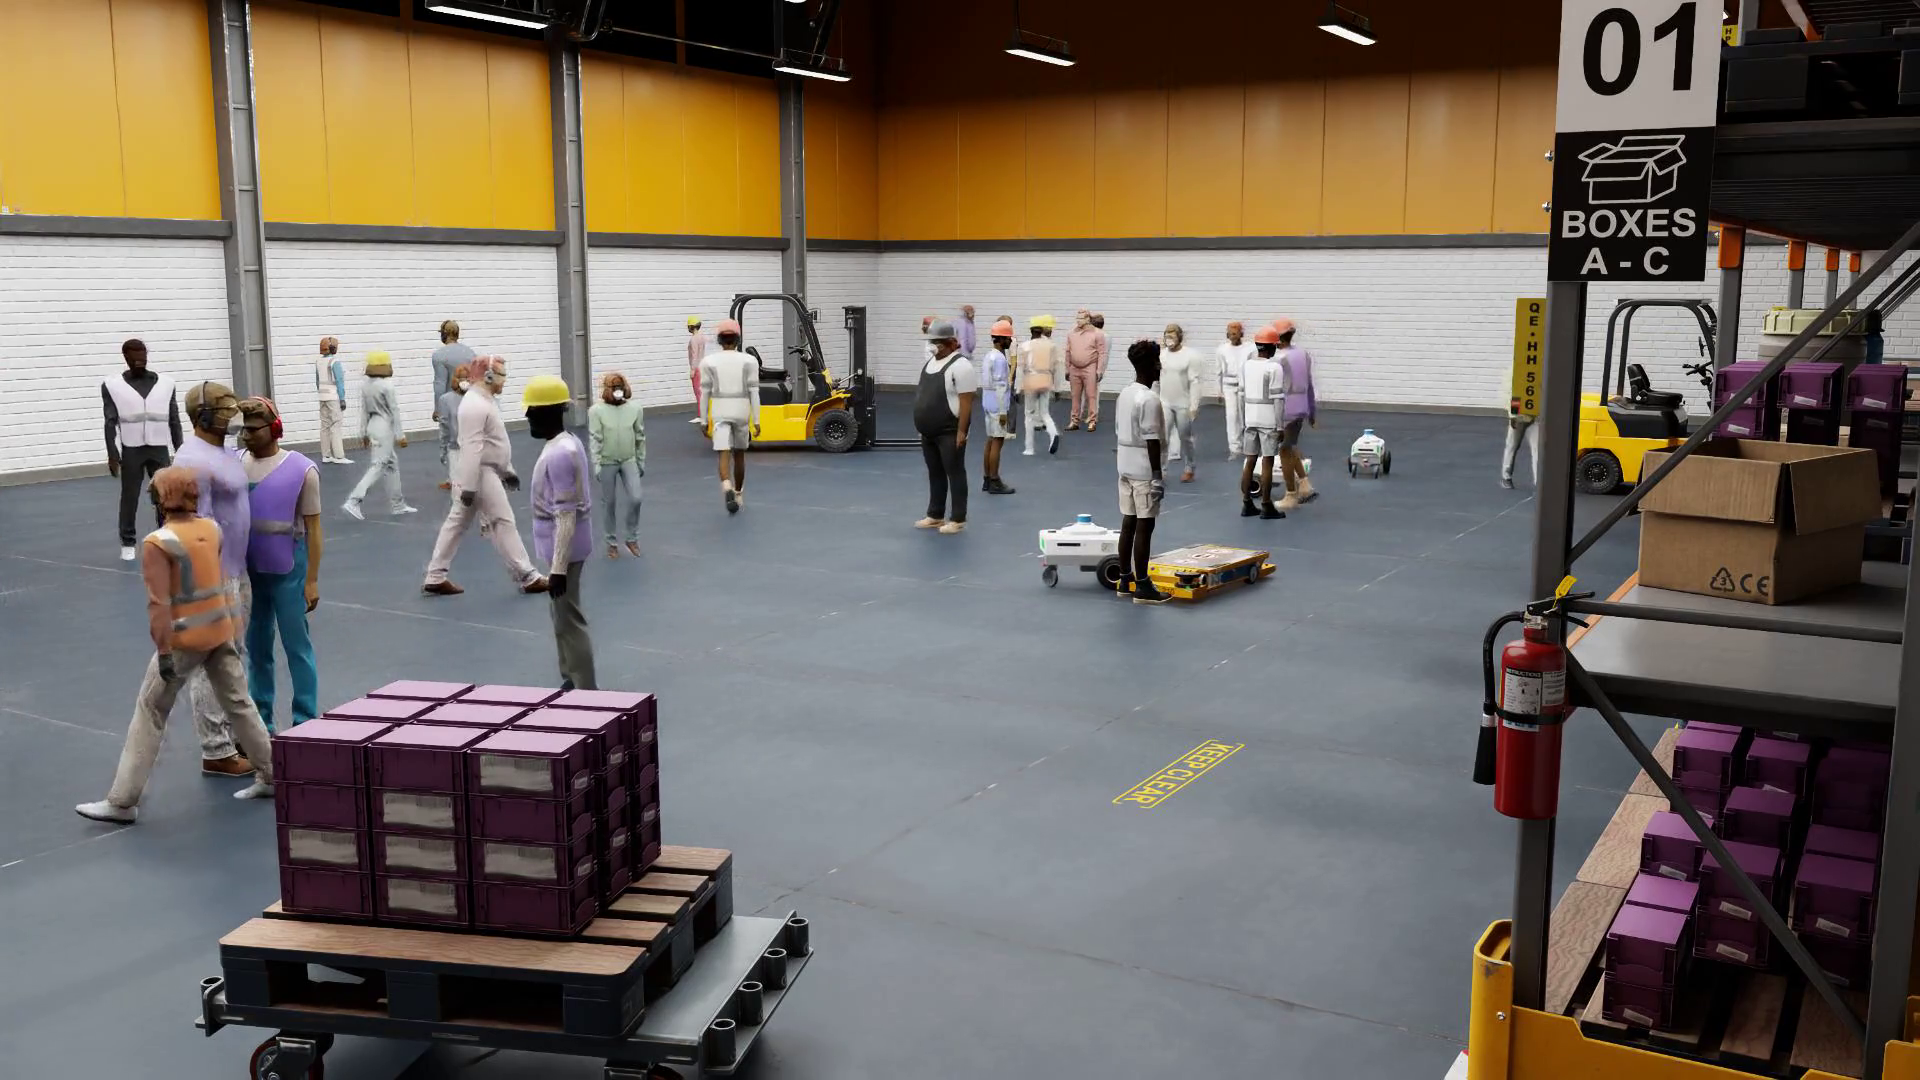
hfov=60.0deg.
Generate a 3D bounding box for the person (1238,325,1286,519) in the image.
[{"bbox_3d":[3.050,-1.178,16.692,0.356,1.937,0.552,-7,12,-38],"label":"person"}]

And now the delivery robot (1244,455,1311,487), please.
[{"bbox_3d":[3.491,-0.787,18.265,0.707,0.478,0.477,2,10,15],"label":"delivery robot"}]

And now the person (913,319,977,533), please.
[{"bbox_3d":[-0.187,-1.085,15.795,0.536,2.000,0.688,-7,11,-36],"label":"person"}]

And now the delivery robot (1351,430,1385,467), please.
[{"bbox_3d":[4.965,-1.100,20.218,0.477,0.478,0.707,3,10,18],"label":"delivery robot"}]

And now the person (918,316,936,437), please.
[{"bbox_3d":[-0.242,-2.471,25.117,0.820,1.844,0.594,-3,10,-20],"label":"person"}]

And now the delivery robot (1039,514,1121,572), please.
[{"bbox_3d":[0.979,0.040,13.102,0.707,0.478,0.477,1,9,4],"label":"delivery robot"}]

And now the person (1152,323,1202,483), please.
[{"bbox_3d":[2.515,-1.560,19.238,0.650,1.892,1.003,5,10,28],"label":"person"}]

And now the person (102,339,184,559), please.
[{"bbox_3d":[-7.011,-0.771,14.337,0.670,1.912,0.493,-8,12,-40],"label":"person"}]

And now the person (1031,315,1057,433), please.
[{"bbox_3d":[1.315,-2.574,25.768,0.403,1.822,0.588,5,10,26],"label":"person"}]

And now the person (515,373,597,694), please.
[{"bbox_3d":[-2.193,0.051,9.070,0.386,1.927,0.593,-2,9,-12],"label":"person"}]

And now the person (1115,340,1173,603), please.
[{"bbox_3d":[1.368,-0.512,12.445,0.367,1.966,0.607,-3,10,-18],"label":"person"}]

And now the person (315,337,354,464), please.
[{"bbox_3d":[-8.101,-1.791,21.445,0.513,1.642,0.311,6,11,35],"label":"person"}]

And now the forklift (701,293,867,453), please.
[{"bbox_3d":[-2.458,-2.344,23.176,2.313,2.155,1.214,0,9,-2],"label":"forklift"}]

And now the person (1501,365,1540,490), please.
[{"bbox_3d":[6.370,-1.403,18.632,0.598,1.781,0.970,-1,9,-4],"label":"person"}]

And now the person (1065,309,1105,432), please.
[{"bbox_3d":[1.918,-2.639,25.915,0.651,1.904,0.403,5,10,28],"label":"person"}]

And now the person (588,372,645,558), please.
[{"bbox_3d":[-2.938,-0.636,14.318,0.506,1.619,0.494,-4,10,-25],"label":"person"}]

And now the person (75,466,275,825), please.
[{"bbox_3d":[-3.513,0.466,7.514,0.722,1.599,0.593,1,9,7],"label":"person"}]

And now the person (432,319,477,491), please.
[{"bbox_3d":[-5.726,-1.519,18.822,0.373,1.940,0.628,4,10,25],"label":"person"}]

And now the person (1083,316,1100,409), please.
[{"bbox_3d":[2.315,-3.211,30.133,0.535,1.697,0.318,5,11,30],"label":"person"}]

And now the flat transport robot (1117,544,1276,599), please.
[{"bbox_3d":[1.882,0.231,13.089,0.652,0.197,1.431,7,11,35],"label":"flat transport robot"}]

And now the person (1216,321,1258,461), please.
[{"bbox_3d":[3.703,-2.010,22.209,0.591,1.845,0.993,1,9,9],"label":"person"}]

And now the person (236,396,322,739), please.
[{"bbox_3d":[-3.511,0.181,8.514,0.563,1.839,0.377,2,9,13],"label":"person"}]

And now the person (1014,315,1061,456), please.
[{"bbox_3d":[1.065,-2.052,22.274,0.621,1.900,0.649,-3,10,-19],"label":"person"}]

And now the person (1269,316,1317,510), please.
[{"bbox_3d":[3.386,-1.311,17.275,0.659,2.016,0.495,-8,12,-40],"label":"person"}]

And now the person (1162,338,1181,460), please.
[{"bbox_3d":[2.790,-1.868,21.932,0.311,1.638,0.523,1,9,7],"label":"person"}]

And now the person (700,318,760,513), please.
[{"bbox_3d":[-2.366,-1.276,17.138,0.607,2.006,0.933,-1,9,-9],"label":"person"}]

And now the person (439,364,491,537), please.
[{"bbox_3d":[-4.584,-0.826,15.483,0.505,1.629,0.280,-1,9,-5],"label":"person"}]

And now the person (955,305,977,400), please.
[{"bbox_3d":[0.077,-3.570,31.844,0.536,1.867,0.664,3,10,19],"label":"person"}]

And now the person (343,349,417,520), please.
[{"bbox_3d":[-5.862,-1.061,16.683,0.486,1.710,0.830,8,12,40],"label":"person"}]

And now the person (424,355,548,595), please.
[{"bbox_3d":[-3.620,-0.479,12.657,1.041,1.843,0.653,-3,10,-18],"label":"person"}]

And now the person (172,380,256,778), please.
[{"bbox_3d":[-3.624,0.189,8.163,0.372,1.940,0.631,-2,9,-11],"label":"person"}]

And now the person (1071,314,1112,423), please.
[{"bbox_3d":[2.140,-2.780,27.148,0.700,1.793,0.593,6,11,32],"label":"person"}]

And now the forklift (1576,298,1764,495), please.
[{"bbox_3d":[7.954,-1.589,18.462,2.313,2.155,1.214,5,11,30],"label":"forklift"}]

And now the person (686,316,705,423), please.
[{"bbox_3d":[-4.349,-2.807,27.400,0.327,1.765,0.529,1,9,9],"label":"person"}]

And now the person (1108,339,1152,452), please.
[{"bbox_3d":[2.456,-1.938,22.562,0.862,1.578,0.489,3,10,18],"label":"person"}]

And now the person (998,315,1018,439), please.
[{"bbox_3d":[0.675,-2.419,24.732,0.345,1.845,0.508,-4,10,-21],"label":"person"}]

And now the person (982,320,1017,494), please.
[{"bbox_3d":[0.449,-1.483,18.610,0.378,1.932,0.551,-2,9,-12],"label":"person"}]
